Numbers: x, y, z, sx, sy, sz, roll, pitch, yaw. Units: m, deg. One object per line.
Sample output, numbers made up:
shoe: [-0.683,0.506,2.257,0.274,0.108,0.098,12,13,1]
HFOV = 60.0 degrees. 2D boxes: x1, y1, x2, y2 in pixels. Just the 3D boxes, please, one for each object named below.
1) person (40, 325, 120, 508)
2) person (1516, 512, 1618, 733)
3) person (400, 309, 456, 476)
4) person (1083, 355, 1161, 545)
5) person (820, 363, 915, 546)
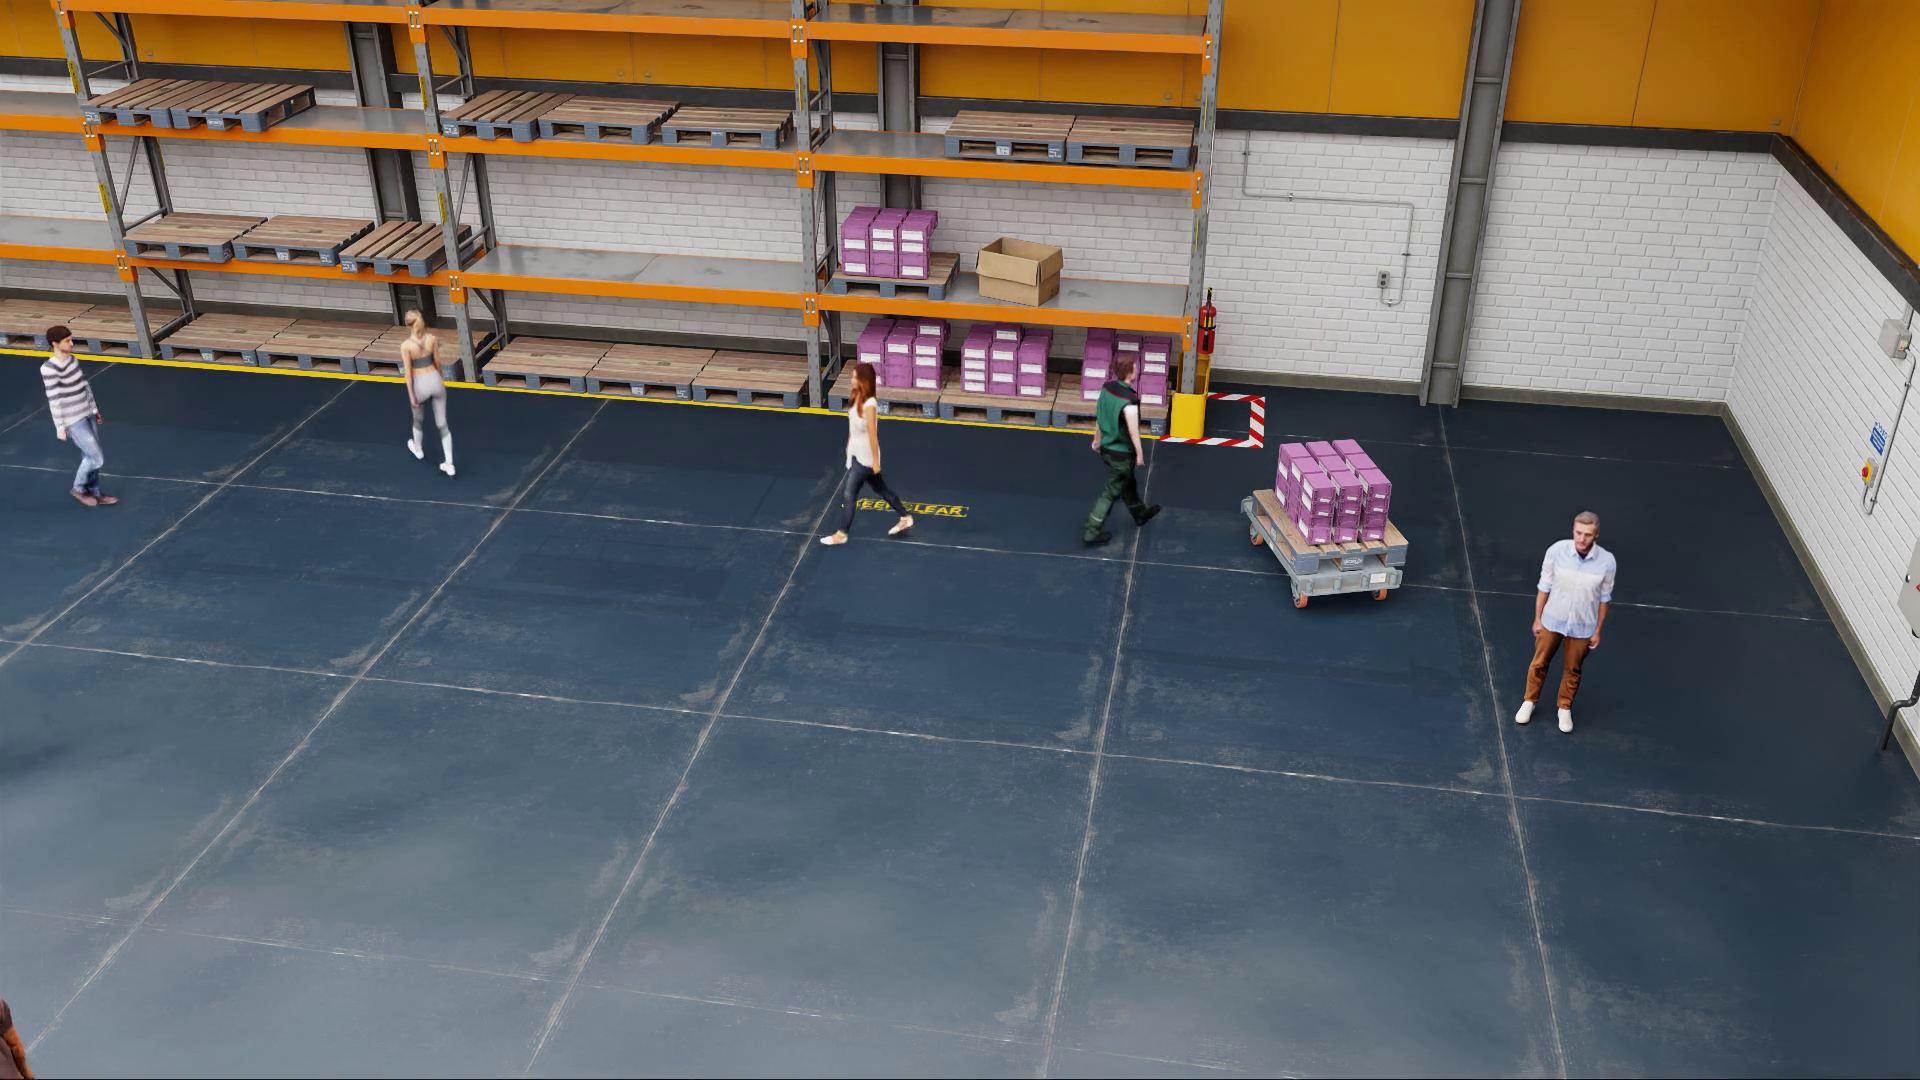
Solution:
person: [-8.407,-1.133,15.638,0.721,1.833,0.707,1,29,2]
person: [4.569,0.592,12.485,0.560,1.825,0.785,10,30,18]
person: [-5.190,-1.426,16.345,0.990,1.671,1.060,-19,34,-31]
person: [1.376,-0.779,15.032,1.226,1.792,1.104,-14,32,-24]
person: [-0.765,-0.765,15.060,1.198,1.741,0.922,-8,30,-14]
